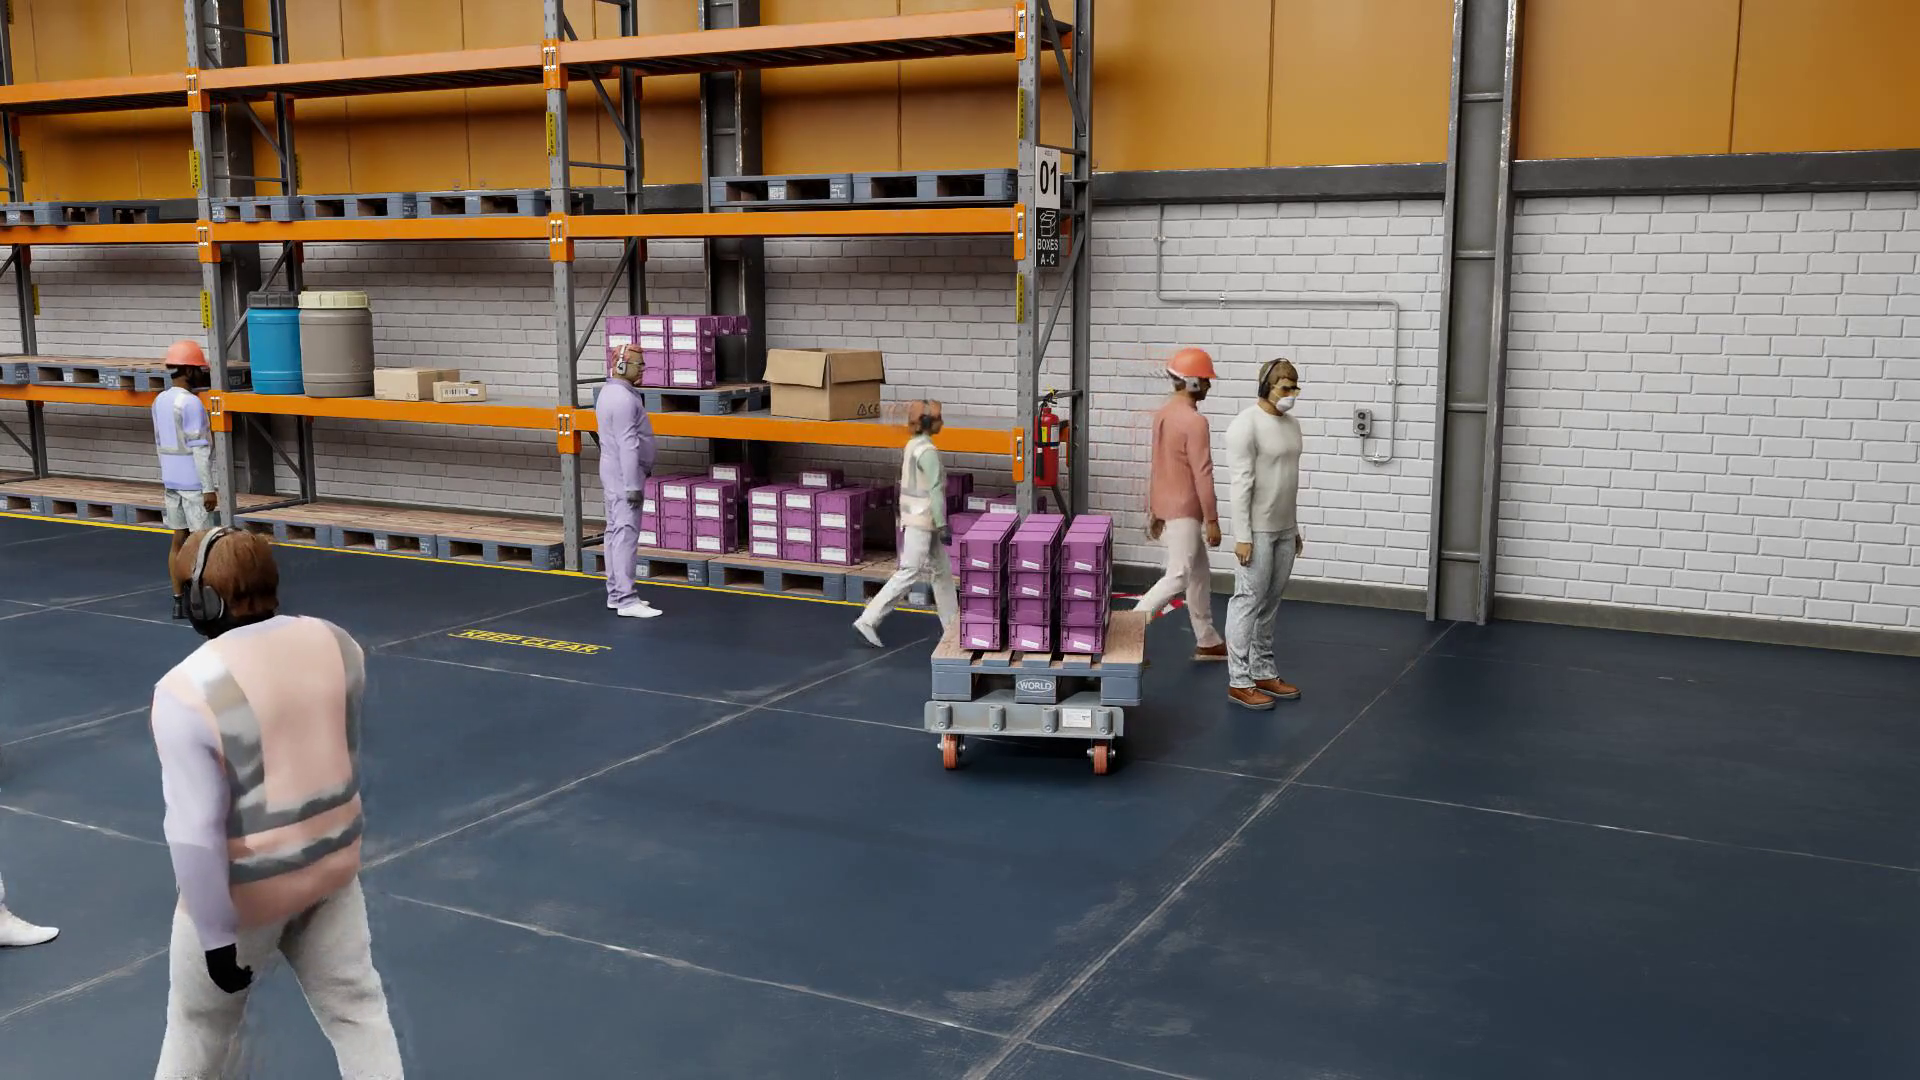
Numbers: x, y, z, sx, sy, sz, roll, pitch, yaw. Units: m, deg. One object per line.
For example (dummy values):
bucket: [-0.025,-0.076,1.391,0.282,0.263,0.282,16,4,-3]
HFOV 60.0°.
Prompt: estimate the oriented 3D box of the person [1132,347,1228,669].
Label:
person: [1.306,-0.185,10.048,0.908,1.959,0.622,-2,9,-14]

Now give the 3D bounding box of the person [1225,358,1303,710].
person: [1.706,-0.043,9.246,0.371,1.934,0.627,8,12,40]

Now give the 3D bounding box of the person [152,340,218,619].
person: [-5.277,-0.399,11.428,0.543,1.938,0.364,7,12,37]

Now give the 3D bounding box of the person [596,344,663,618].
person: [-2.317,-0.416,11.642,0.400,1.905,0.643,-4,10,-21]

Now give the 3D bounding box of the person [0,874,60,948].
person: [-3.592,0.550,5.714,0.663,1.888,0.658,-2,9,-14]

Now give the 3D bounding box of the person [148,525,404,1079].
person: [-1.789,0.845,4.203,0.982,1.787,0.630,5,10,28]

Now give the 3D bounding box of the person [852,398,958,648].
person: [-0.291,-0.105,10.634,0.820,1.606,0.507,-1,9,-8]
